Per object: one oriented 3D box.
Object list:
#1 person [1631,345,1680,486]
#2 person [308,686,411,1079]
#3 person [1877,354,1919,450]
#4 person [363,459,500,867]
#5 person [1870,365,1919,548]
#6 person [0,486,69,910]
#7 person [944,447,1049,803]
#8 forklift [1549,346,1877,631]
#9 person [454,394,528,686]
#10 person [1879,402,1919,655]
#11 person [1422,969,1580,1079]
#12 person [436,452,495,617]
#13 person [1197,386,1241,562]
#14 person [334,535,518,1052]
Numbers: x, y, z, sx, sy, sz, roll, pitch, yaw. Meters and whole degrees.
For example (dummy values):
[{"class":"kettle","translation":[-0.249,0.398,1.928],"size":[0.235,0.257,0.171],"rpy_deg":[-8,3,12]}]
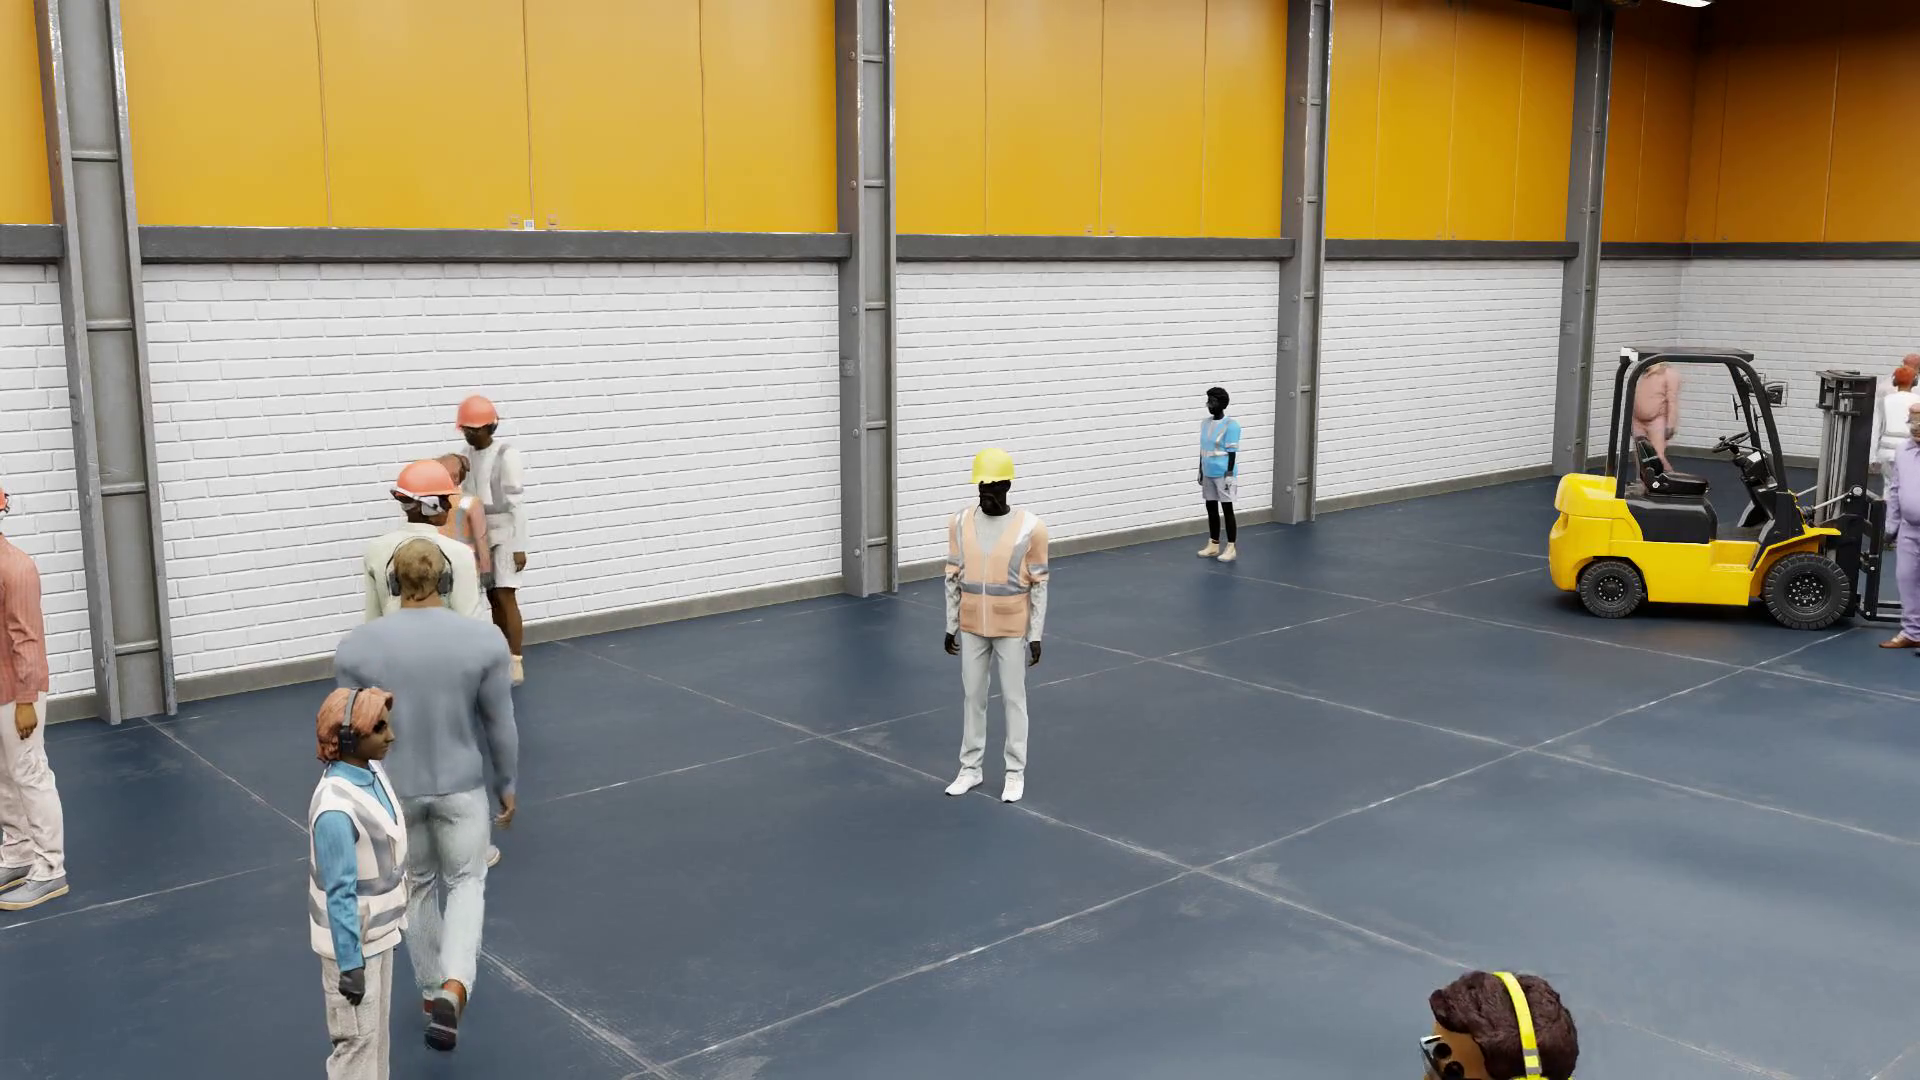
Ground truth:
[{"class":"person","translation":[8.338,-1.402,20.003],"size":[0.523,1.883,0.657],"rpy_deg":[-6,11,-31]},{"class":"person","translation":[-1.873,1.253,5.210],"size":[0.310,1.631,0.509],"rpy_deg":[-1,10,-8]},{"class":"person","translation":[10.619,-1.163,18.689],"size":[0.669,1.851,0.989],"rpy_deg":[5,11,28]},{"class":"person","translation":[-2.521,0.610,7.913],"size":[0.612,1.991,0.392],"rpy_deg":[3,10,18]},{"class":"person","translation":[9.490,-0.842,16.830],"size":[0.816,1.857,0.582],"rpy_deg":[-8,13,-40]},{"class":"person","translation":[-4.365,0.675,7.551],"size":[0.614,1.987,0.407],"rpy_deg":[7,12,35]},{"class":"person","translation":[0.183,0.457,8.995],"size":[0.584,1.928,0.373],"rpy_deg":[4,10,22]},{"class":"forklift","translation":[6.109,-0.478,13.691],"size":[2.313,2.155,1.214],"rpy_deg":[3,10,16]},{"class":"person","translation":[-3.206,0.008,11.377],"size":[0.686,2.024,0.494],"rpy_deg":[7,12,36]},{"class":"person","translation":[7.121,-0.083,12.295],"size":[0.405,1.886,0.668],"rpy_deg":[-3,10,-15]},{"class":"person","translation":[0.893,1.577,2.745],"size":[0.964,1.826,0.550],"rpy_deg":[0,10,-2]},{"class":"person","translation":[-3.441,0.217,11.285],"size":[0.538,1.621,0.586],"rpy_deg":[4,10,20]},{"class":"person","translation":[2.495,-0.642,16.121],"size":[0.320,1.692,0.534],"rpy_deg":[-6,11,-31]},{"class":"person","translation":[-1.967,0.950,6.178],"size":[0.632,1.917,0.754],"rpy_deg":[-2,10,-12]}]
